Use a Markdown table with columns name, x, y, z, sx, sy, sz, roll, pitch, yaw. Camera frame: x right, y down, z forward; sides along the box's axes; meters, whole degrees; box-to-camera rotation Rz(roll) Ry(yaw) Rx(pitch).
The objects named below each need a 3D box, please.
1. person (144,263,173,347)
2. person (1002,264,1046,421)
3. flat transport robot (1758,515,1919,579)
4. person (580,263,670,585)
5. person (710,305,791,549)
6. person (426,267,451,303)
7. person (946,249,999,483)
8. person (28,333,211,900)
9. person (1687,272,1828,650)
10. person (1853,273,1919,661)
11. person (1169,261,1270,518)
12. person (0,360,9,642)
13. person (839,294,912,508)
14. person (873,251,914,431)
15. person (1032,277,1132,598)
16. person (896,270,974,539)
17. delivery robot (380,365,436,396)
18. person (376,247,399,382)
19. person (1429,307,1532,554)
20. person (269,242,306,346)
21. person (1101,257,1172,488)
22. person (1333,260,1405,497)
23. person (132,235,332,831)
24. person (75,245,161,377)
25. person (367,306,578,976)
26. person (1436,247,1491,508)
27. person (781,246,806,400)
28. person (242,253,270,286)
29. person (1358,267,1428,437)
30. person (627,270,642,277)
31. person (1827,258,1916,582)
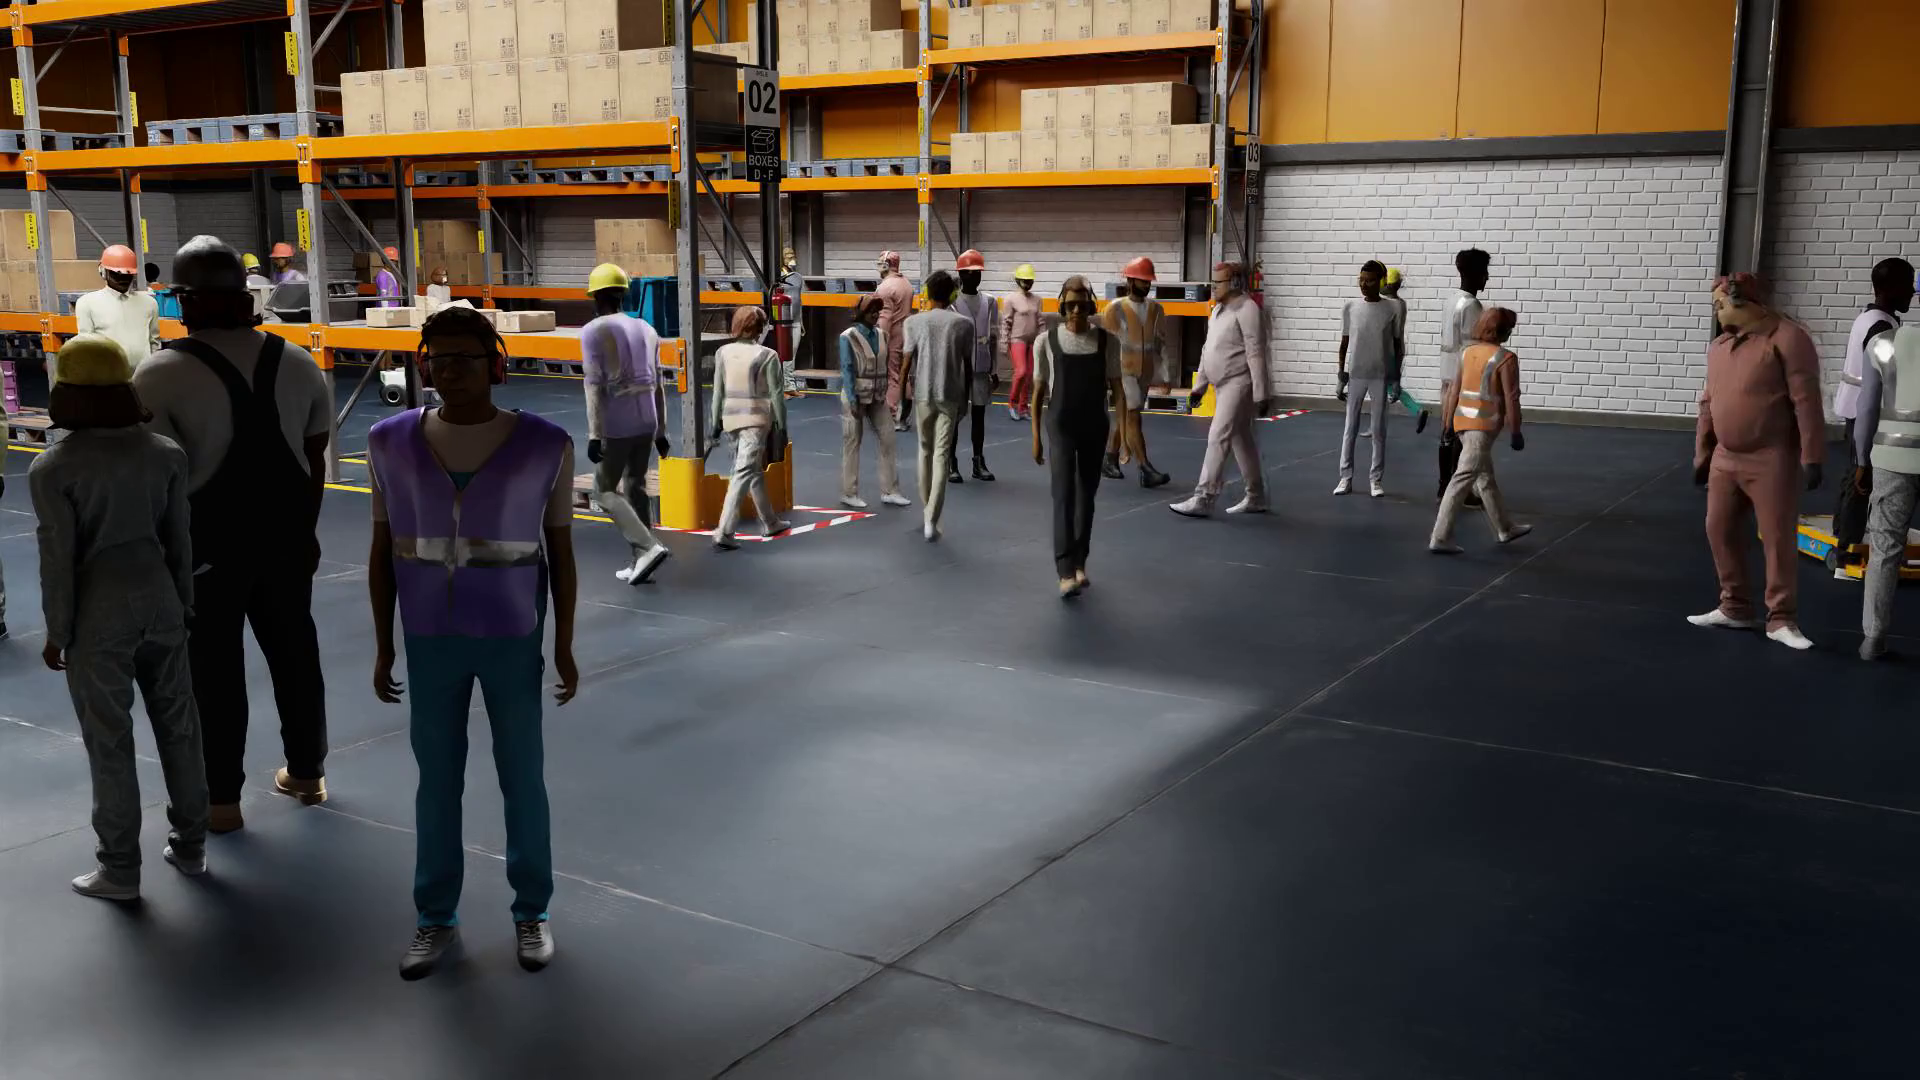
| name | x | y | z | sx | sy | sz | roll | pitch | yaw |
| --- | --- | --- | --- | --- | --- | --- | --- | --- | --- |
| person | -11.476 | -3.100 | 23.752 | 0.317 | 1.697 | 0.540 | 2 | 11 | 13 |
| person | 0.739 | -2.194 | 18.598 | 0.531 | 1.756 | 0.421 | -8 | 13 | -38 |
| flat transport robot | 5.639 | 0.022 | 10.414 | 0.652 | 0.197 | 1.431 | 0 | 10 | 3 |
| person | -1.954 | -0.666 | 9.738 | 0.633 | 1.889 | 0.622 | 7 | 12 | 34 |
| person | -1.395 | -0.754 | 11.043 | 0.531 | 1.594 | 0.883 | 6 | 12 | 32 |
| person | -7.811 | -3.289 | 25.015 | 0.281 | 1.625 | 0.512 | 5 | 11 | 24 |
| person | 0.082 | -1.451 | 13.946 | 0.545 | 1.942 | 0.354 | -4 | 11 | -23 |
| person | -2.600 | 0.236 | 5.144 | 0.290 | 1.745 | 0.487 | 6 | 12 | 32 |
| person | 4.022 | -0.402 | 8.374 | 0.398 | 1.866 | 0.781 | -4 | 11 | -22 |
| person | 4.589 | -0.364 | 7.913 | 0.615 | 1.943 | 0.409 | 8 | 13 | 36 |
| person | 1.884 | -1.090 | 12.170 | 0.914 | 1.868 | 0.652 | -2 | 10 | -11 |
| person | -5.036 | -0.369 | 8.251 | 0.600 | 1.831 | 0.404 | 1 | 10 | 4 |
| person | -0.648 | -1.026 | 12.494 | 0.628 | 1.620 | 0.534 | 10 | 14 | 44 |
| person | -0.738 | -2.113 | 17.714 | 0.403 | 1.906 | 0.651 | 4 | 11 | 22 |
| person | 0.694 | -0.574 | 9.440 | 0.540 | 1.803 | 0.900 | -1 | 10 | -5 |
| person | -0.156 | -0.951 | 11.535 | 0.511 | 1.807 | 1.002 | 1 | 10 | 7 |
| delivery robot | -6.754 | -1.980 | 20.462 | 0.707 | 0.478 | 0.477 | -4 | 11 | -22 |
| person | -8.144 | -3.221 | 23.809 | 0.413 | 1.928 | 0.548 | 0 | 10 | -2 |
| person | 3.418 | -0.706 | 10.779 | 0.876 | 1.584 | 0.511 | -3 | 11 | -18 |
| person | -8.760 | -2.908 | 21.882 | 0.618 | 2.005 | 1.024 | 7 | 13 | 36 |
| person | 1.457 | -1.392 | 13.796 | 0.559 | 1.880 | 1.053 | -5 | 11 | -26 |
| person | 3.240 | -1.271 | 13.165 | 0.515 | 1.866 | 0.333 | 4 | 11 | 19 |
| person | -2.556 | -0.028 | 5.784 | 0.535 | 2.000 | 0.674 | 8 | 13 | 36 |
| person | -6.159 | -1.173 | 12.277 | 0.387 | 1.988 | 0.608 | 8 | 13 | 38 |
| person | -1.340 | 0.278 | 4.624 | 0.563 | 1.848 | 0.390 | -1 | 10 | -6 |
| person | 3.843 | -1.229 | 12.644 | 0.367 | 1.967 | 0.606 | 0 | 10 | -3 |
| person | -2.202 | -2.755 | 21.182 | 0.373 | 1.940 | 0.629 | 7 | 12 | 33 |
| person | -9.713 | -3.011 | 22.876 | 0.404 | 1.836 | 0.597 | 5 | 11 | 25 |
| person | 4.429 | -1.896 | 16.934 | 0.606 | 1.747 | 0.537 | 9 | 13 | 39 |
| person | -4.217 | -2.699 | 21.712 | 0.276 | 1.633 | 0.507 | 6 | 12 | 29 |
| person | 5.422 | -0.714 | 9.928 | 0.373 | 1.916 | 0.596 | 4 | 11 | 21 |
